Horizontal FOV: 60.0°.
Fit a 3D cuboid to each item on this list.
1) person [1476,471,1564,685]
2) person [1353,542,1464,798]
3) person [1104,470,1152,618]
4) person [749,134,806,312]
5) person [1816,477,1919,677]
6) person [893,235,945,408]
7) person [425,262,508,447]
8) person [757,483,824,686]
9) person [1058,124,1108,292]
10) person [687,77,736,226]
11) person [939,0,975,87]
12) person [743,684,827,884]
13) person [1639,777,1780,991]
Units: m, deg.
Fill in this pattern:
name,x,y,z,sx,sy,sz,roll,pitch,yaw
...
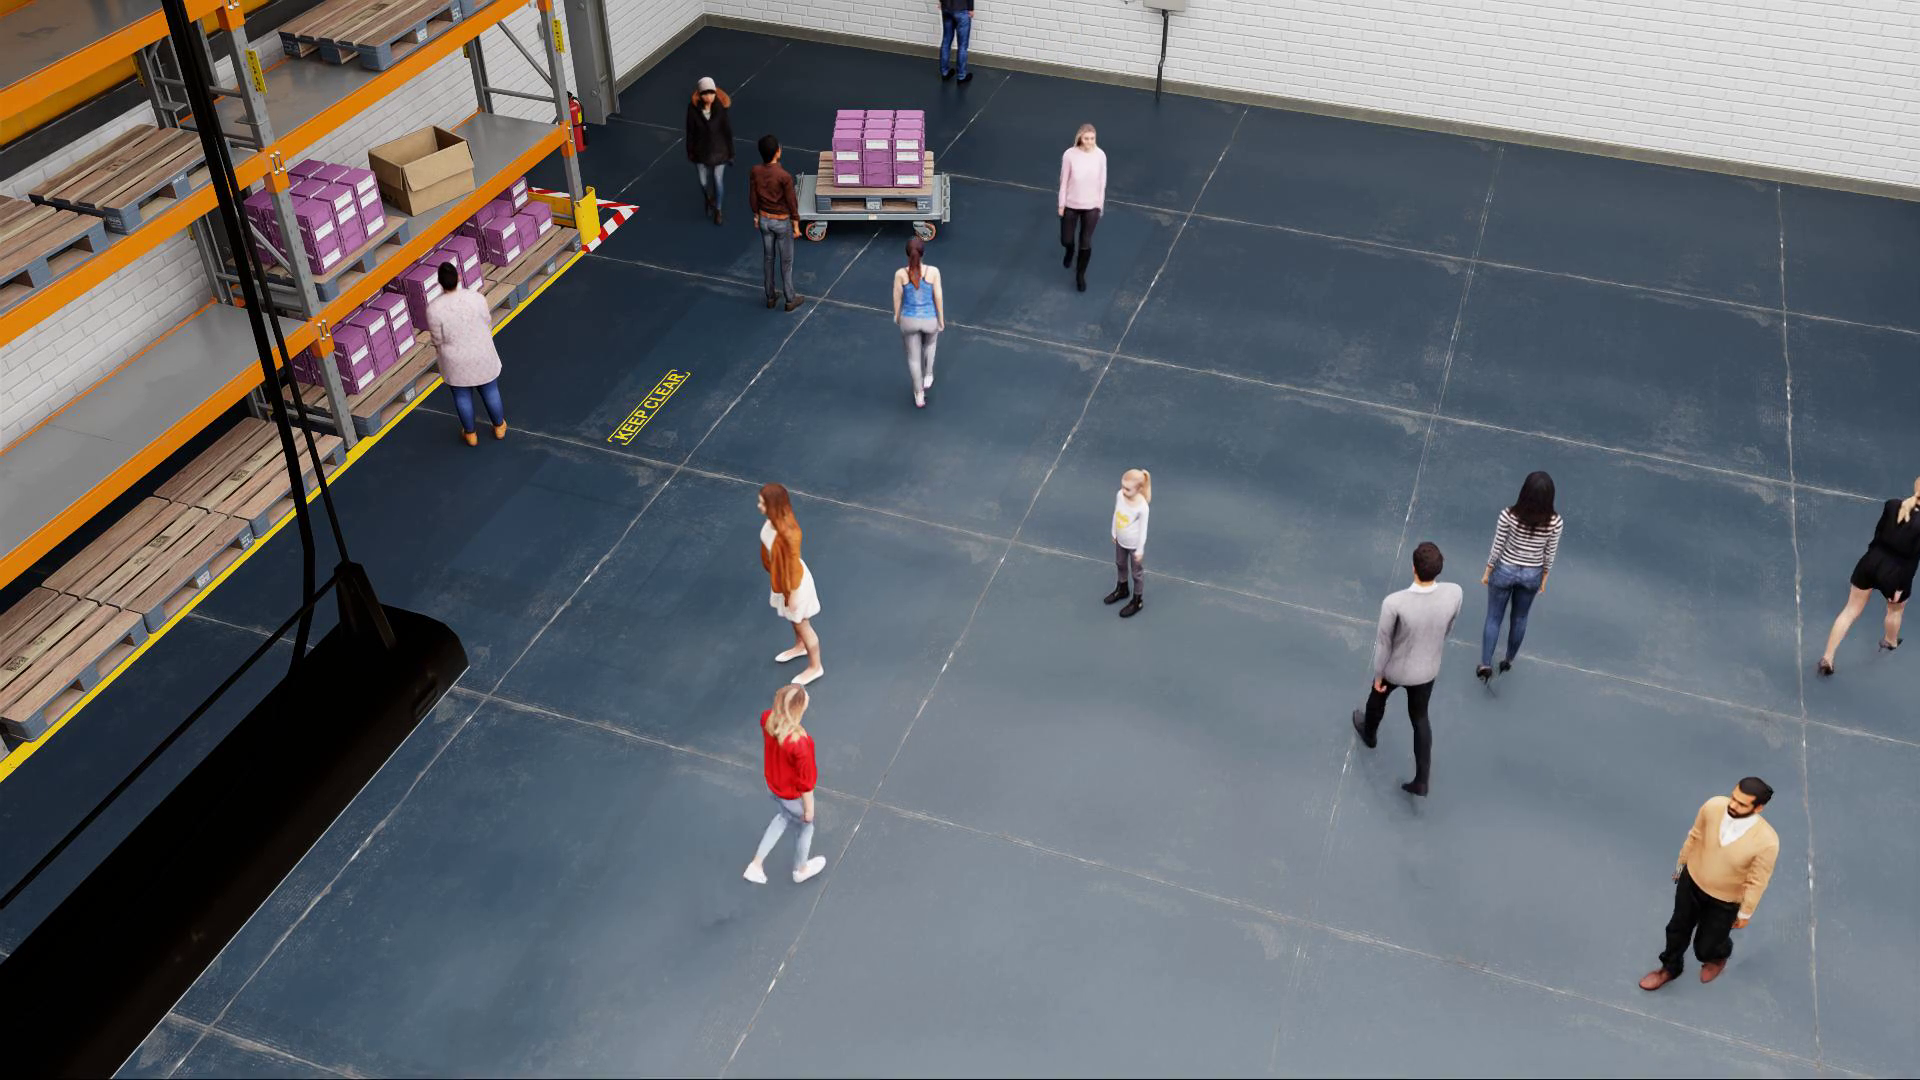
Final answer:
name,x,y,z,sx,sy,sz,roll,pitch,yaw
person,3.897,0.282,11.678,0.617,1.791,0.593,7,39,8
person,2.973,0.855,10.848,1.081,1.930,1.306,-5,39,-6
person,1.289,0.000,12.443,0.604,1.277,0.562,-27,46,-29
person,-1.754,-3.010,15.807,0.652,1.782,0.519,15,41,18
person,6.435,0.292,11.711,1.100,1.735,1.009,-20,43,-23
person,-0.353,-1.878,14.540,0.754,1.595,0.852,-4,39,-4
person,-4.176,-1.588,14.058,0.794,1.743,0.849,-15,41,-18
person,-1.183,0.277,11.747,0.768,1.711,0.709,-16,41,-19
person,1.173,-3.301,16.253,0.776,1.679,0.910,-1,39,-1
person,-2.597,-4.073,17.268,0.778,1.619,0.805,-6,39,-8
person,-0.055,-6.412,19.981,0.716,1.889,0.660,23,44,26
person,-1.103,1.561,10.159,0.931,1.687,0.818,-31,48,-32
person,4.405,1.980,9.587,0.958,1.746,0.889,-21,43,-24
